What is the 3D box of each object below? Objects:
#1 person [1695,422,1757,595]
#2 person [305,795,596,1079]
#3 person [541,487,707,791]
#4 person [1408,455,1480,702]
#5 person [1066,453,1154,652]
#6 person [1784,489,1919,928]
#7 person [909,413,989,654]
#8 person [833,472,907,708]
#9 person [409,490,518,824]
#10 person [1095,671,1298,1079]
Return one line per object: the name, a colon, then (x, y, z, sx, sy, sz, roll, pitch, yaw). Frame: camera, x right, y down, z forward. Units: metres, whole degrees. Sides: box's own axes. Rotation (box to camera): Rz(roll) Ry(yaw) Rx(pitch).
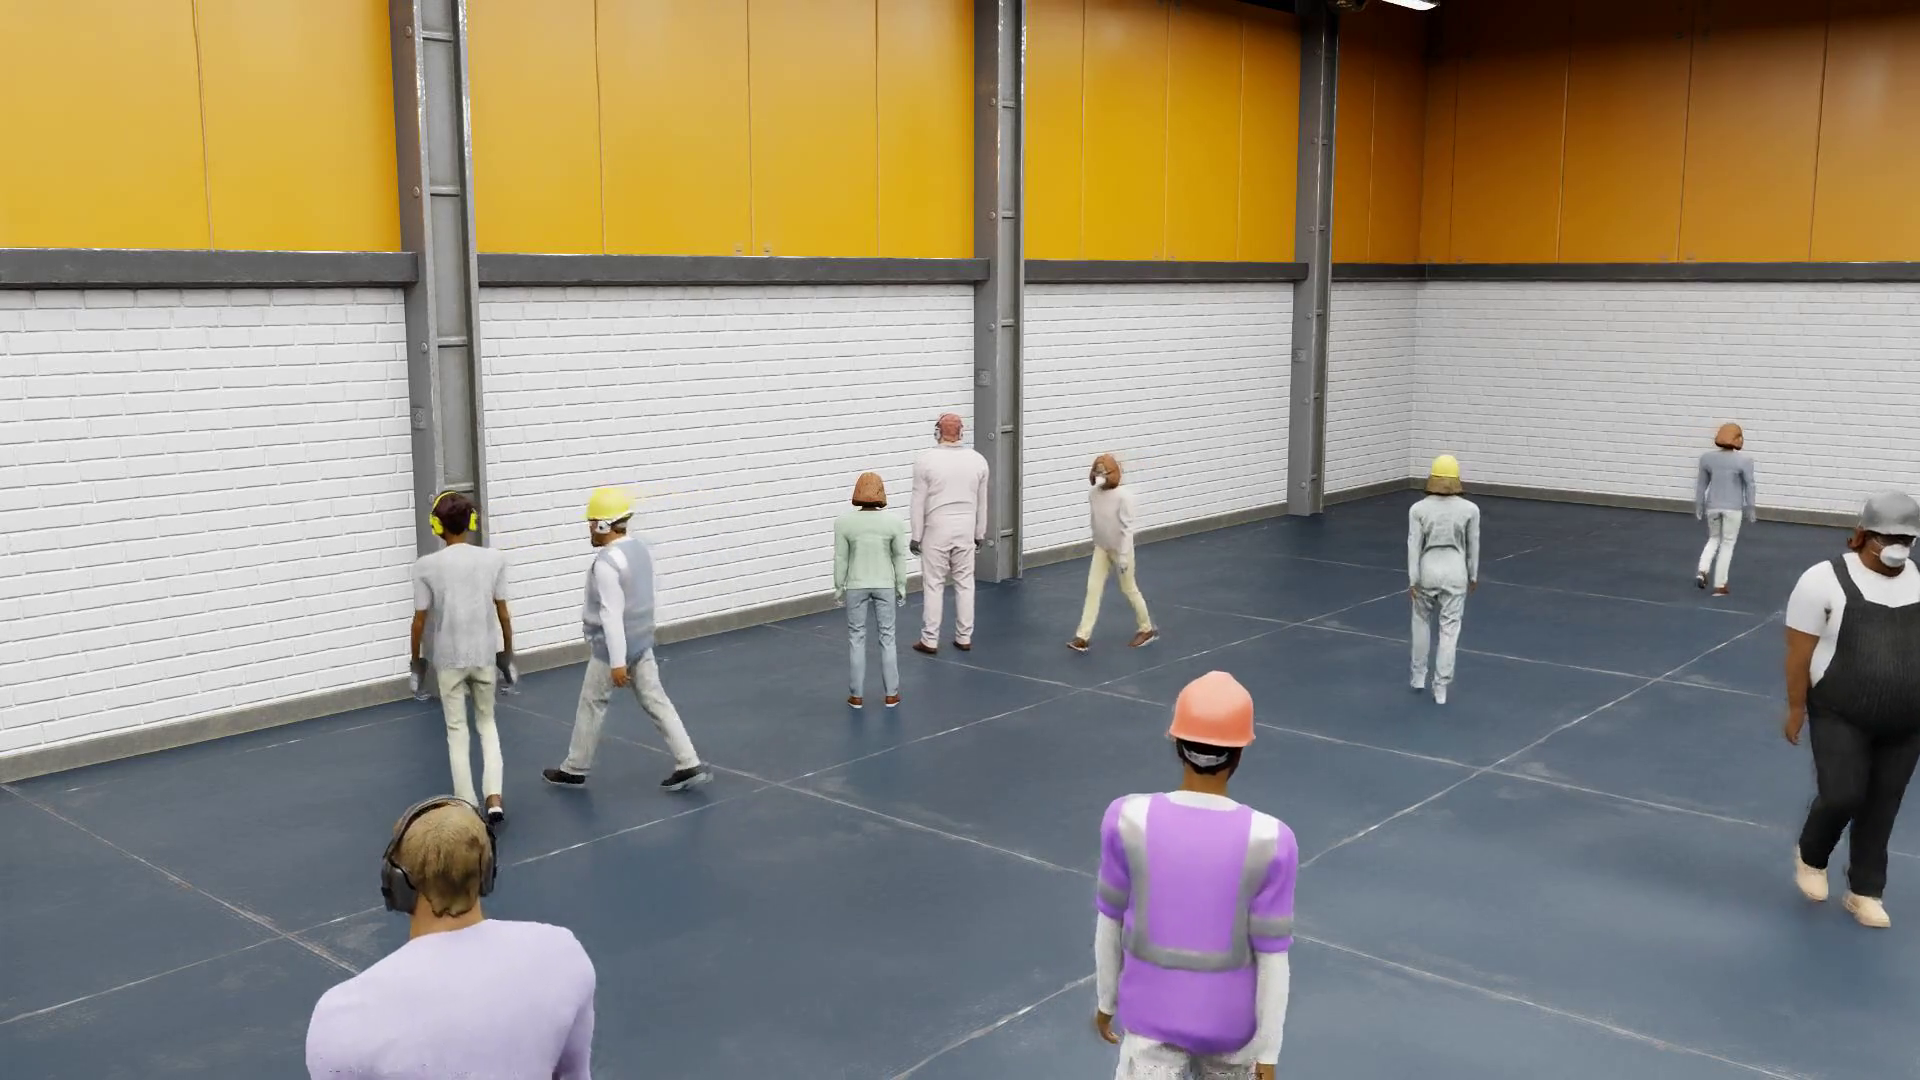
person: (7.125, -0.284, 15.457, 0.347, 1.621, 0.507, -7, 11, -37)
person: (-1.129, 1.461, 3.616, 0.652, 1.900, 0.920, -8, 12, -41)
person: (-1.926, 0.579, 9.538, 0.982, 1.783, 0.591, 3, 9, 17)
person: (3.411, 0.254, 11.770, 0.496, 1.719, 0.716, 2, 9, 14)
person: (1.201, 0.102, 13.134, 0.881, 1.586, 0.536, -8, 12, -40)
person: (4.167, 0.760, 7.584, 0.708, 2.000, 0.536, 0, 9, 2)
person: (-0.099, -0.053, 13.141, 0.645, 1.904, 0.399, -4, 10, -25)
person: (-0.619, 0.346, 11.461, 0.507, 1.632, 0.267, -1, 9, -5)
person: (-2.645, 0.659, 8.820, 0.545, 1.853, 0.385, -6, 11, -31)
person: (0.629, 1.315, 4.561, 0.553, 1.906, 0.924, 2, 9, 11)
